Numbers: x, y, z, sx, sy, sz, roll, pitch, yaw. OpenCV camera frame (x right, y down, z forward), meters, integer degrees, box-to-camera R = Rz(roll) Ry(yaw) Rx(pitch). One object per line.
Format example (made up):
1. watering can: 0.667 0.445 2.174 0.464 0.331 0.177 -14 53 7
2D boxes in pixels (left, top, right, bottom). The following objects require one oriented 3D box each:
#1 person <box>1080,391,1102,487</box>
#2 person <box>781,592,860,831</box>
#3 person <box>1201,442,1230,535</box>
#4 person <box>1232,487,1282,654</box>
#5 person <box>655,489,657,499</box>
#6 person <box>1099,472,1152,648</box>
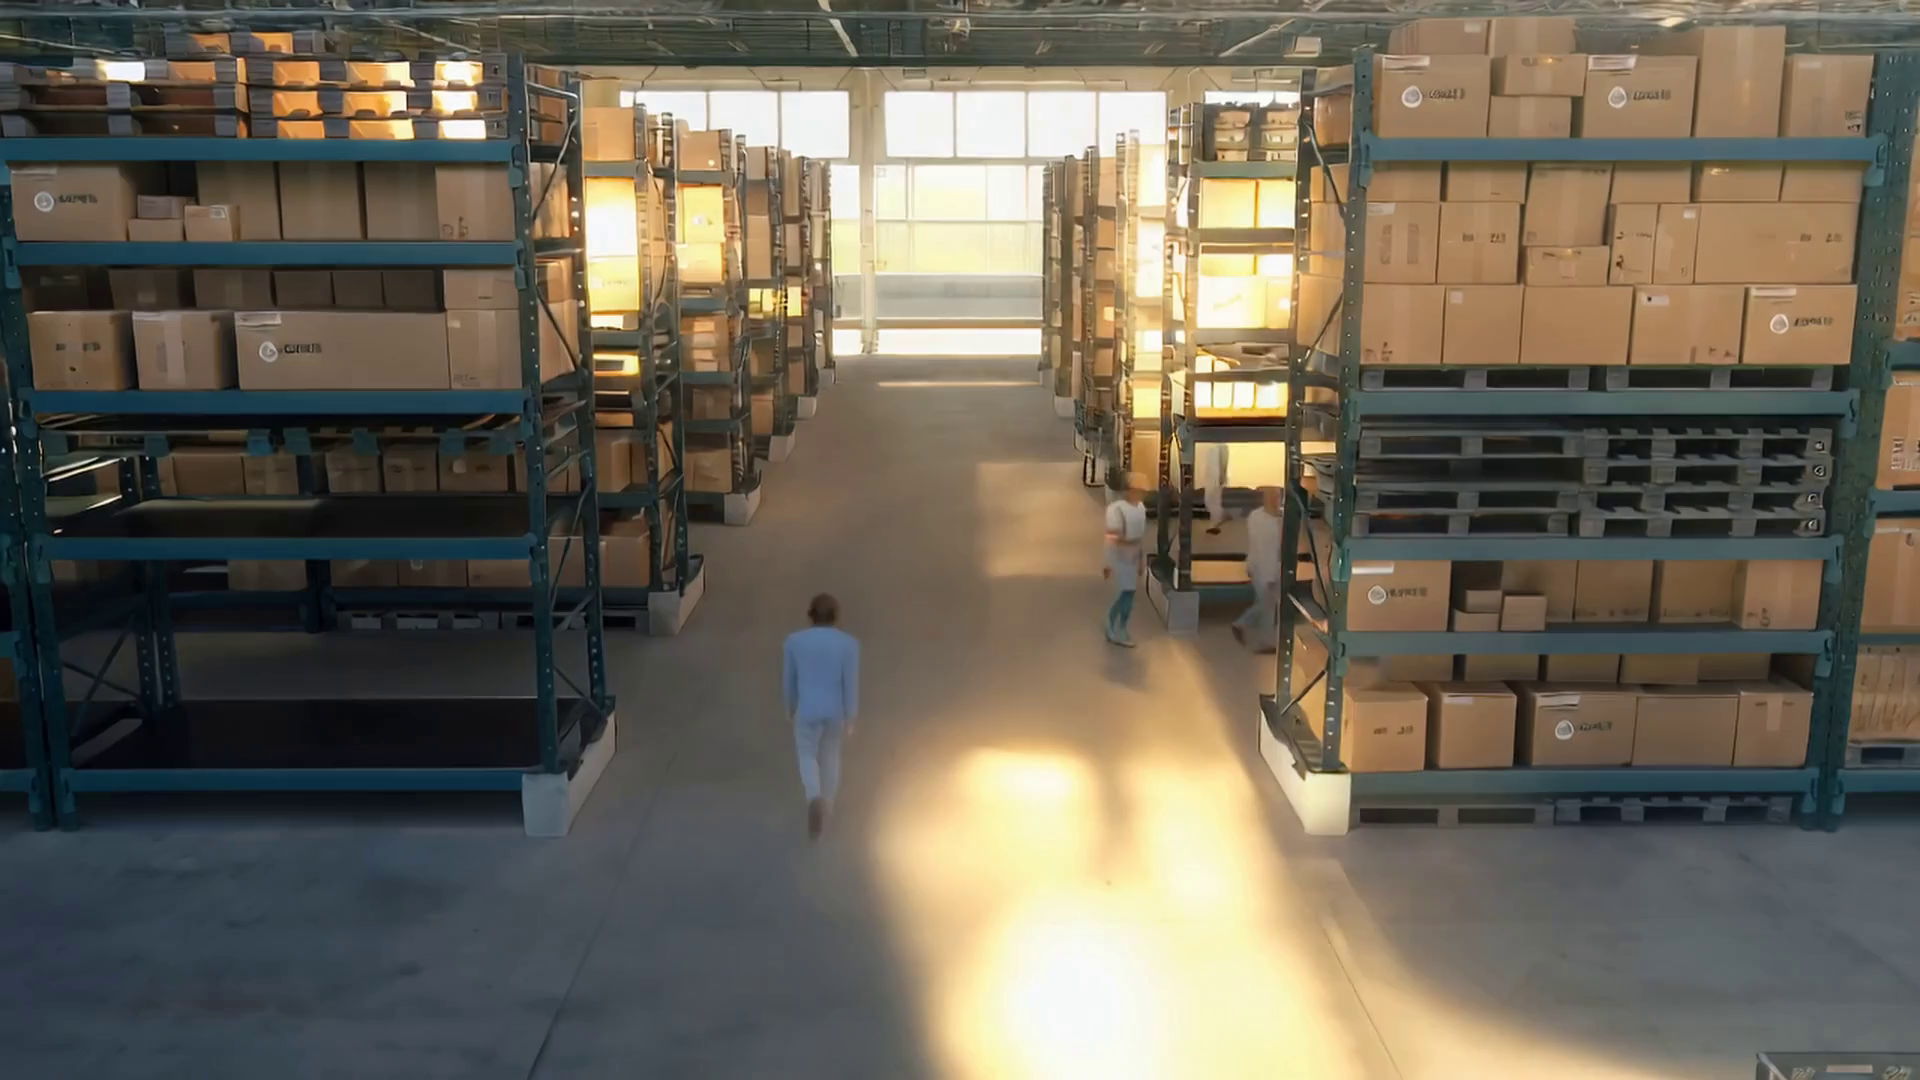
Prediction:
1. person: 2.334 -1.799 29.583 0.319 1.691 0.536 -6 13 -29
2. person: -1.097 1.374 13.292 0.629 1.919 0.770 -2 12 -12
3. person: 3.850 -0.966 25.137 0.433 1.817 0.597 1 11 4
4. person: 3.372 0.345 18.458 0.489 1.885 0.670 -3 12 -15
5. person: -4.160 -0.299 22.325 0.357 1.620 0.501 1 11 5
6. person: 1.897 0.234 18.719 0.638 2.006 0.425 -10 15 -39
